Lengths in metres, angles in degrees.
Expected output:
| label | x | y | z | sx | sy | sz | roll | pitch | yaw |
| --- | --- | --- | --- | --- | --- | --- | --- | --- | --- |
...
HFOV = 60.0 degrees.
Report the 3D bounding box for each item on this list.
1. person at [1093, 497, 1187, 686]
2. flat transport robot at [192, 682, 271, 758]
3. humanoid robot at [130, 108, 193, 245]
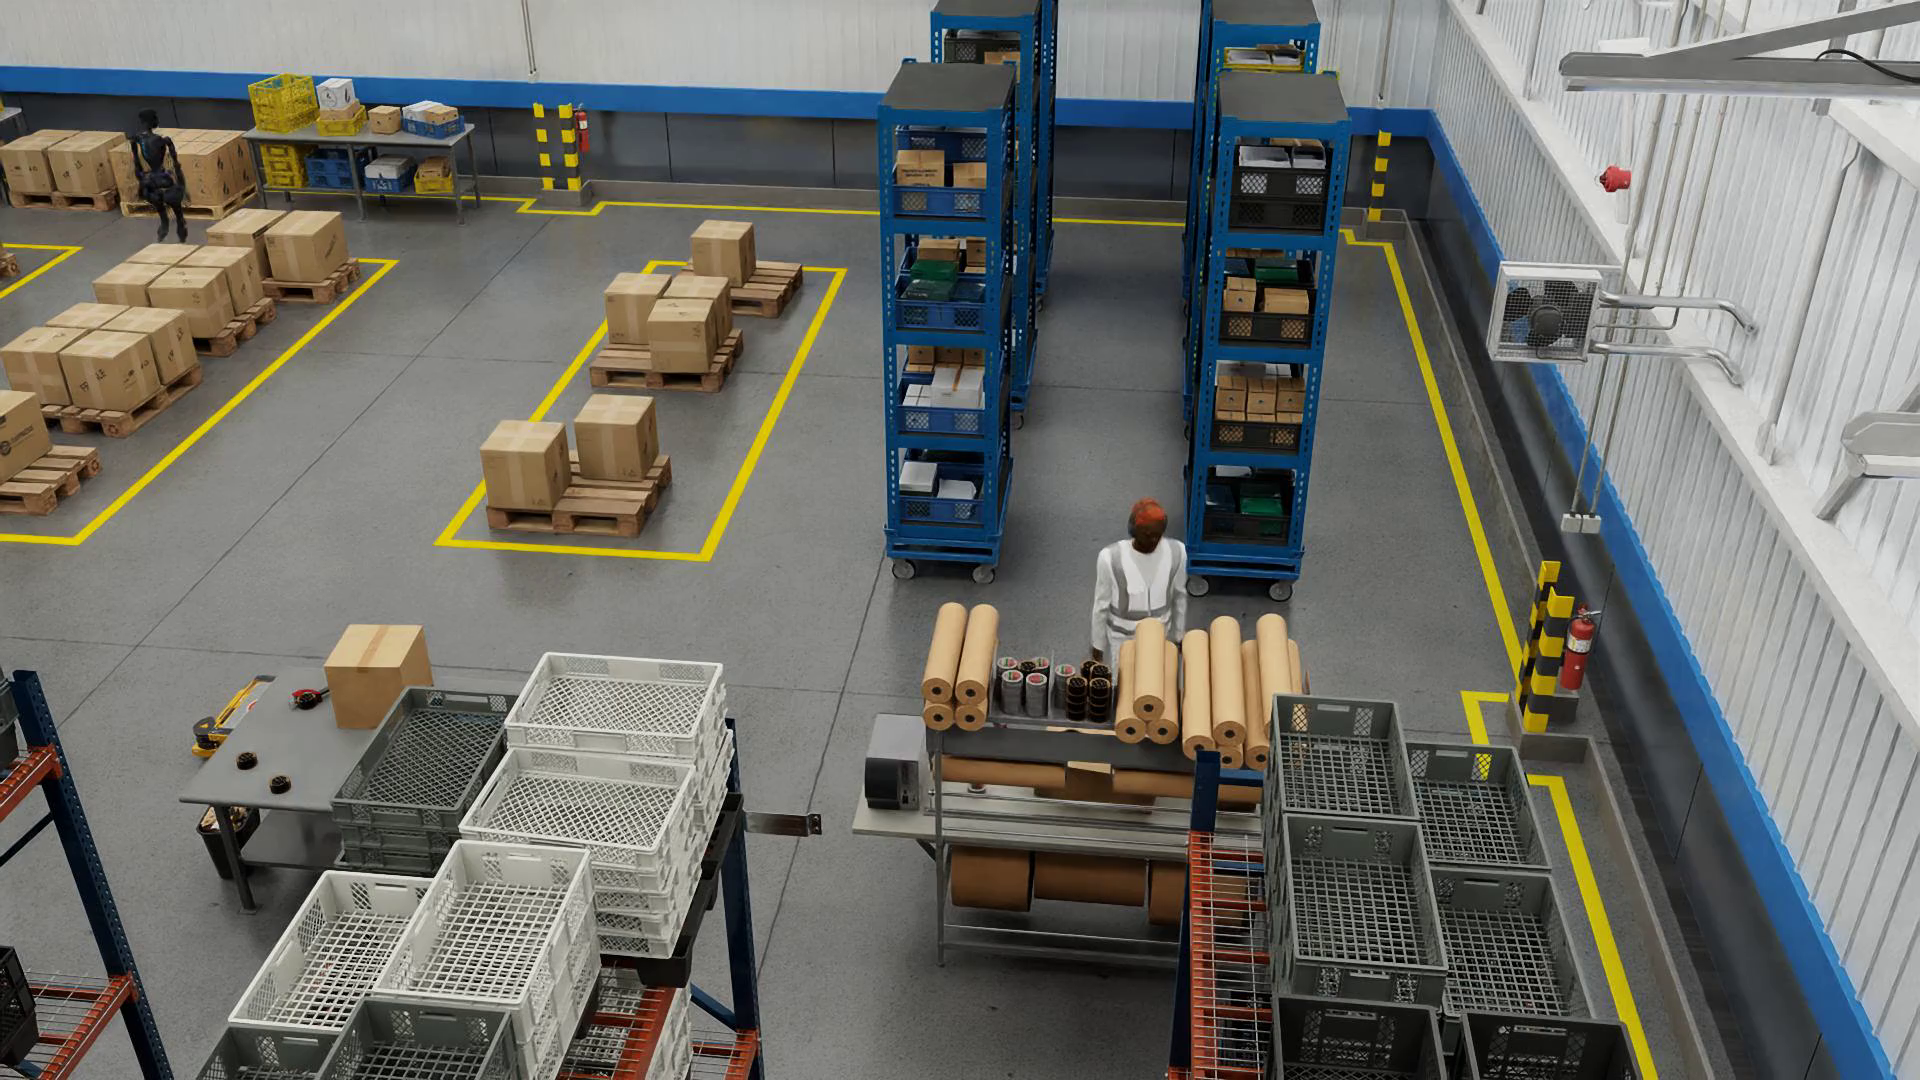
| label | x | y | z | sx | sy | sz | roll | pitch | yaw |
| --- | --- | --- | --- | --- | --- | --- | --- | --- | --- |
| person | 1.085 | 0.585 | 10.067 | 0.581 | 1.880 | 0.375 | -8 | 31 | -14 |
| flat transport robot | -4.089 | 1.163 | 10.648 | 1.431 | 0.197 | 0.652 | 3 | 30 | 6 |
| humanoid robot | -8.564 | -3.782 | 17.768 | 0.615 | 1.635 | 0.424 | 6 | 31 | 10 |
